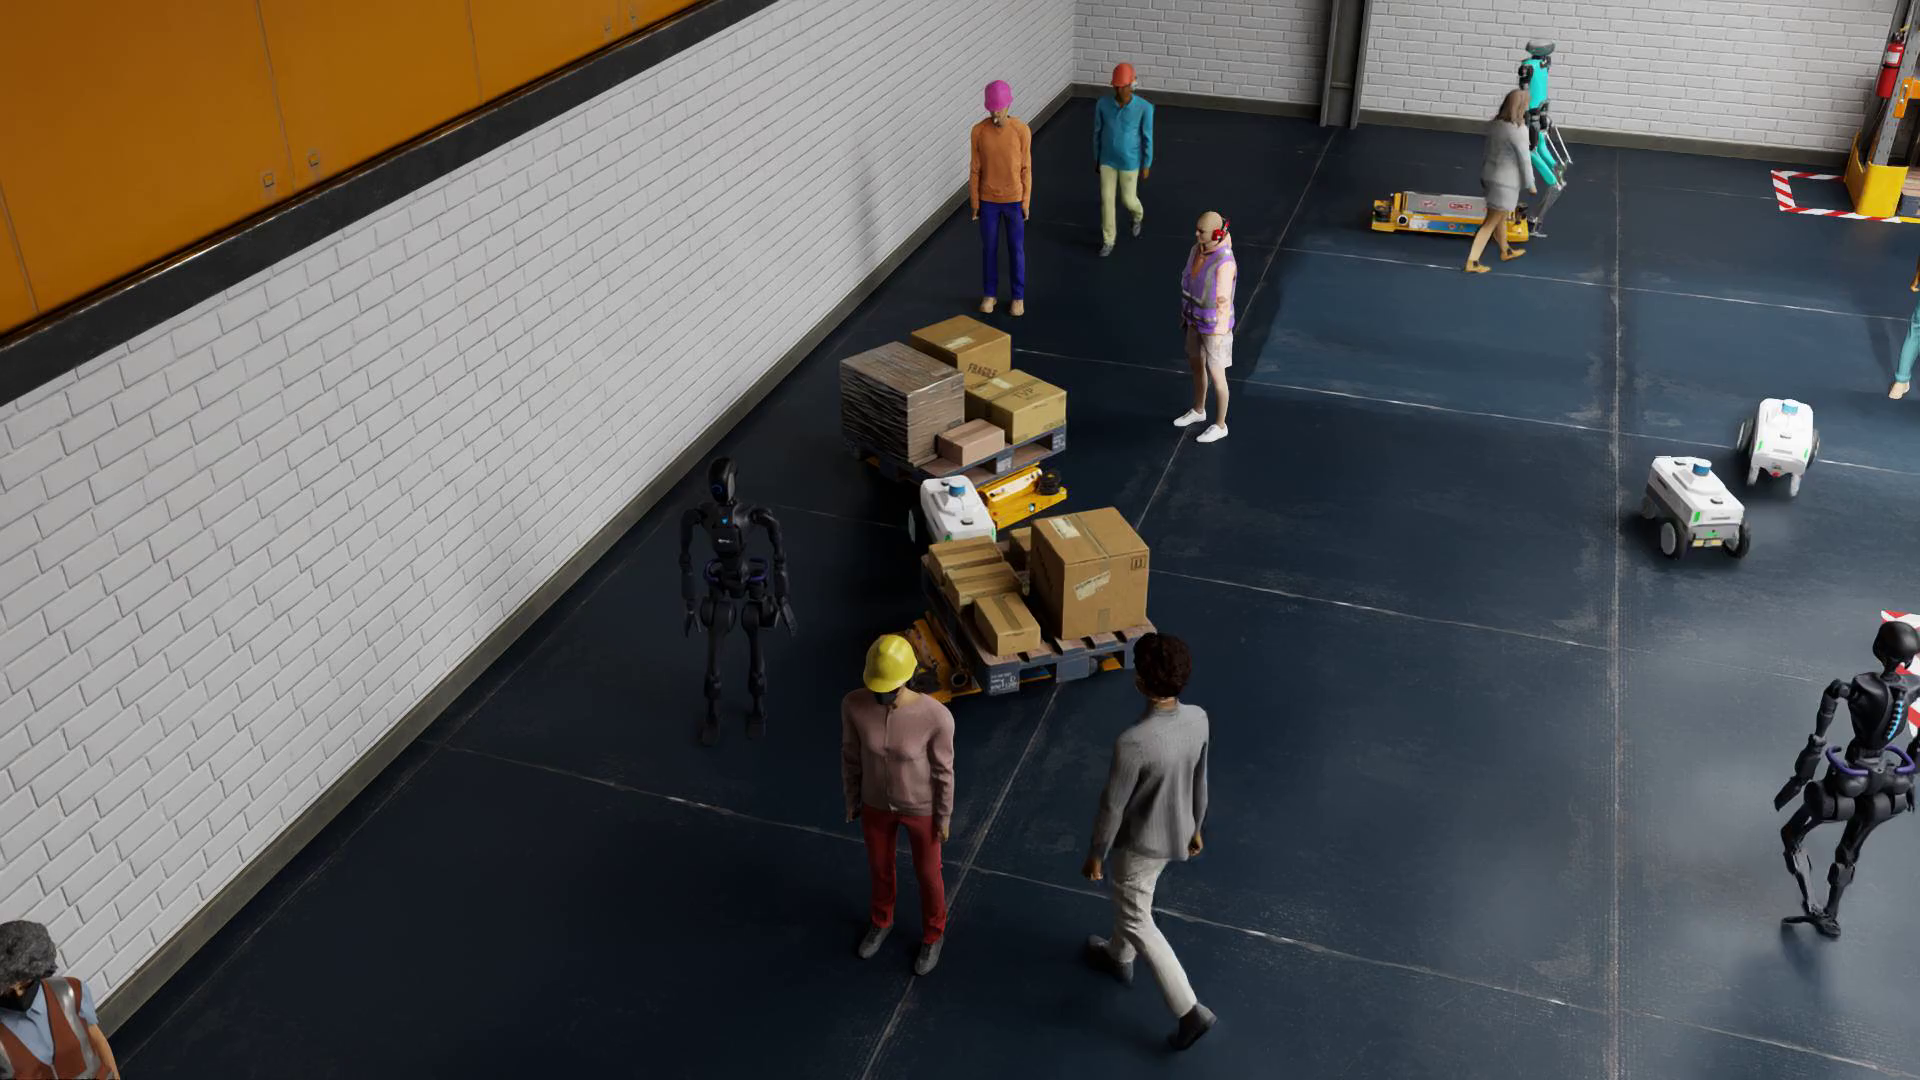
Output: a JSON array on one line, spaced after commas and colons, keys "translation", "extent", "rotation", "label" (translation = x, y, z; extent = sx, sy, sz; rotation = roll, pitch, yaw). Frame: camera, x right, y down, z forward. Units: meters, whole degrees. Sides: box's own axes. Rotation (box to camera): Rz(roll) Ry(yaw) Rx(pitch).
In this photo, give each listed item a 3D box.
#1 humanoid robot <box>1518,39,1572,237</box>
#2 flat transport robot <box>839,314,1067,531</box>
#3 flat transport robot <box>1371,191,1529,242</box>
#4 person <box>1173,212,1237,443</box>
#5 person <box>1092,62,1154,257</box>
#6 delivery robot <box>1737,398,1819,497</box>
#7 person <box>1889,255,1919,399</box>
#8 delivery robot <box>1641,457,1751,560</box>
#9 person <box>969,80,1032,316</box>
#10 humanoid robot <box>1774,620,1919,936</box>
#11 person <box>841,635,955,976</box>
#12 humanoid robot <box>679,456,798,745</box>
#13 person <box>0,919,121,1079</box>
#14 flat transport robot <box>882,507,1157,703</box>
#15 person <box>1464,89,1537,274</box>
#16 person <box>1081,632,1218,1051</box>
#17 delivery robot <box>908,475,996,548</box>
[{"translation": [5.518, -3.706, 15.502], "extent": [0.790, 1.795, 0.530], "rotation": [21, 37, 32], "label": "humanoid robot"}, {"translation": [-0.001, -0.500, 11.476], "extent": [0.659, 0.231, 1.431], "rotation": [-25, 38, -35], "label": "flat transport robot"}, {"translation": [4.678, -3.087, 15.878], "extent": [1.431, 0.231, 0.659], "rotation": [7, 31, 13], "label": "flat transport robot"}, {"translation": [1.754, -1.522, 11.818], "extent": [0.353, 1.685, 0.486], "rotation": [-15, 34, -24], "label": "person"}, {"translation": [1.477, -3.482, 15.101], "extent": [0.568, 1.733, 0.626], "rotation": [13, 33, 20], "label": "person"}, {"translation": [5.687, -0.691, 11.519], "extent": [0.499, 0.595, 0.781], "rotation": [13, 33, 21], "label": "delivery robot"}, {"translation": [7.287, -1.878, 12.245], "extent": [0.529, 1.866, 0.389], "rotation": [27, 40, 37], "label": "person"}, {"translation": [4.736, -0.220, 10.733], "extent": [0.499, 0.611, 0.814], "rotation": [-2, 31, -3], "label": "delivery robot"}, {"translation": [0.330, -2.824, 13.759], "extent": [0.517, 1.972, 0.405], "rotation": [4, 31, 7], "label": "person"}, {"translation": [3.996, 1.083, 7.387], "extent": [0.616, 1.644, 0.377], "rotation": [-1, 30, -2], "label": "humanoid robot"}, {"translation": [-0.270, 1.148, 7.205], "extent": [0.516, 1.756, 0.335], "rotation": [9, 32, 15], "label": "person"}, {"translation": [-1.158, 0.331, 8.667], "extent": [0.609, 1.656, 0.384], "rotation": [1, 30, 1], "label": "humanoid robot"}, {"translation": [-3.133, 2.003, 5.811], "extent": [0.306, 1.689, 0.436], "rotation": [25, 38, 35], "label": "person"}, {"translation": [0.324, 0.592, 9.618], "extent": [1.431, 0.231, 0.659], "rotation": [-10, 32, -16], "label": "flat transport robot"}, {"translation": [4.856, -3.152, 14.641], "extent": [0.727, 1.631, 0.505], "rotation": [-8, 31, -14], "label": "person"}, {"translation": [0.830, 1.259, 6.904], "extent": [0.570, 1.868, 0.820], "rotation": [-21, 36, -32], "label": "person"}, {"translation": [-0.023, -0.112, 10.532], "extent": [0.499, 0.592, 0.774], "rotation": [-7, 31, -12], "label": "delivery robot"}]
